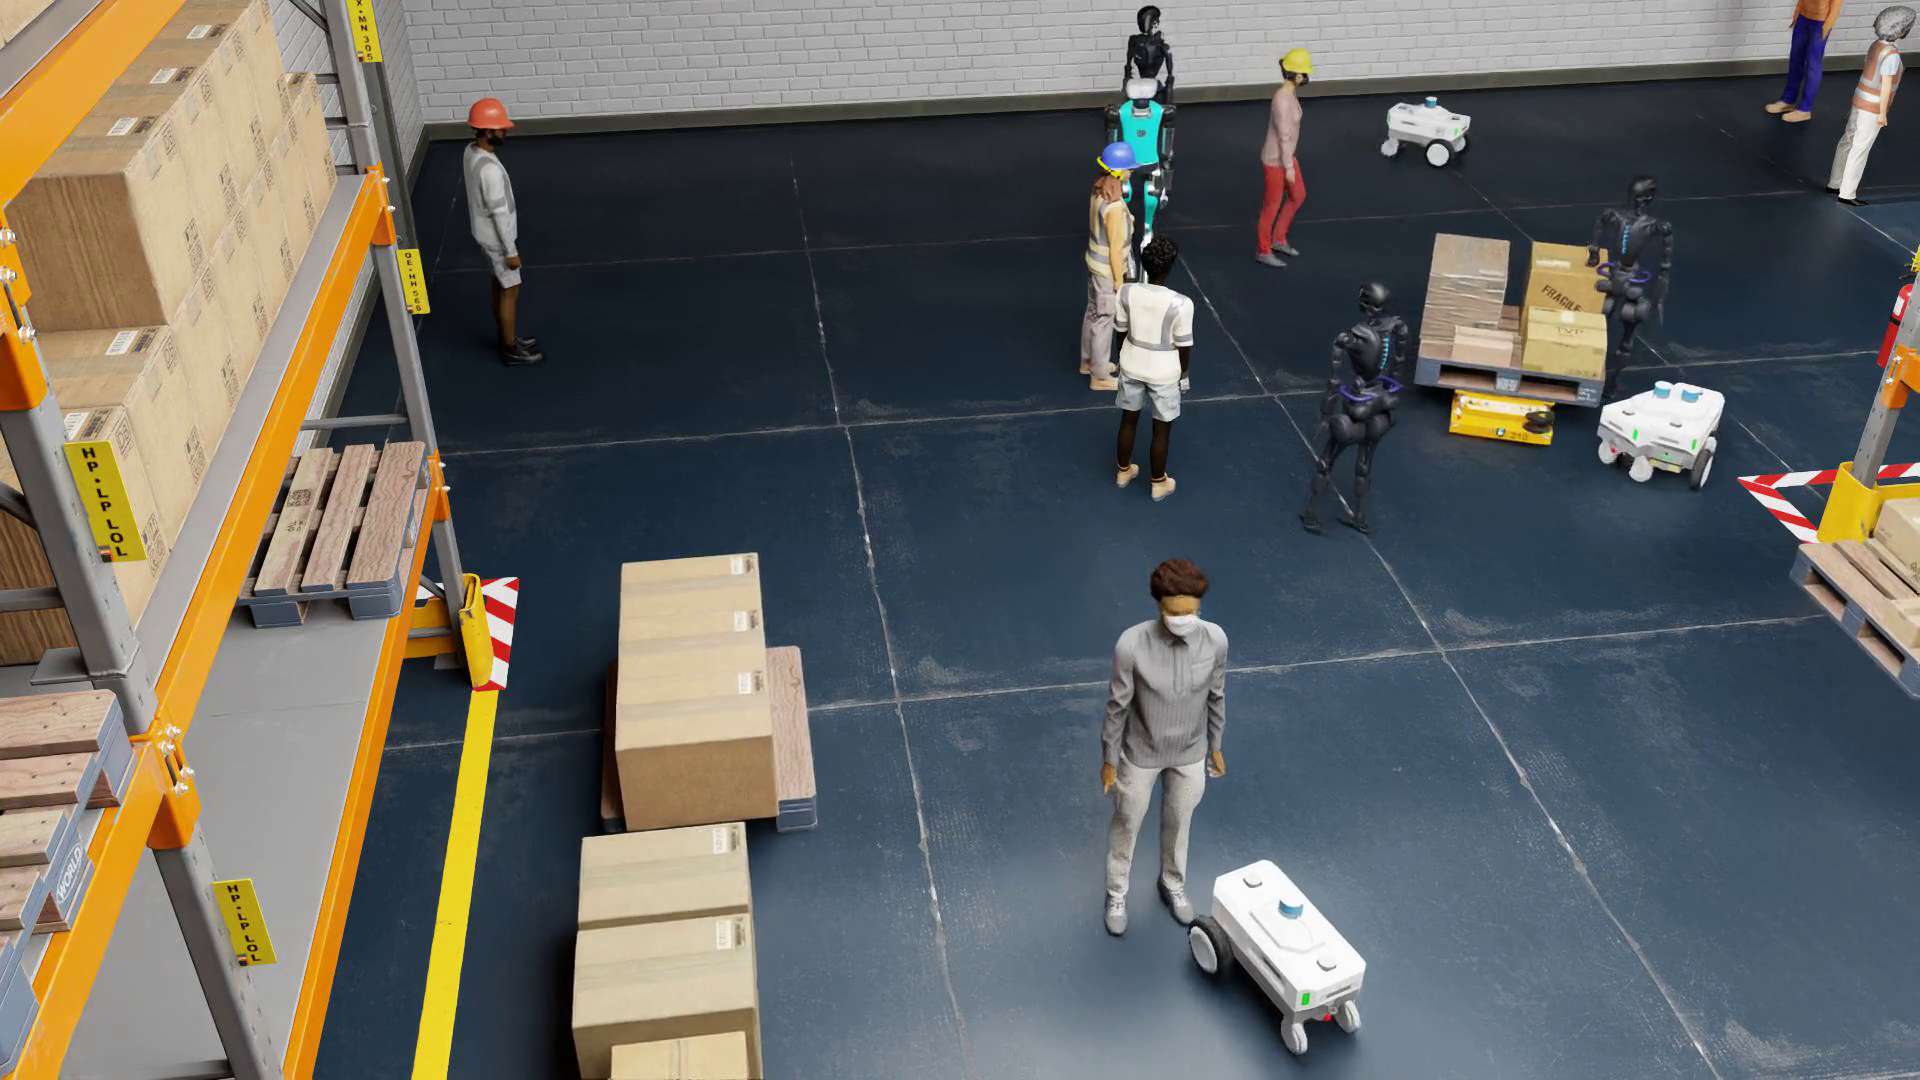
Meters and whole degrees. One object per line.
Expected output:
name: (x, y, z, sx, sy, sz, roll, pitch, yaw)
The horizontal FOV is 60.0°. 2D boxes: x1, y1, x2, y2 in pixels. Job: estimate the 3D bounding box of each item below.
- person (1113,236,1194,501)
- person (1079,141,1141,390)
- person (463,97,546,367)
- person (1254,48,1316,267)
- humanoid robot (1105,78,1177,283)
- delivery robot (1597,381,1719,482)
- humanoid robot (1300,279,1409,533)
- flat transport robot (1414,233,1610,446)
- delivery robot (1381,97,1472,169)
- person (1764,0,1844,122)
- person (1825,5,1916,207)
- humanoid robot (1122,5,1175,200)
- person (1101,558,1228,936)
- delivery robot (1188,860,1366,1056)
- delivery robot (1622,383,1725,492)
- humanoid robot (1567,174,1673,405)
person: (1.166, -1.036, 10.139, 0.531, 1.694, 0.319, 21, 39, 29)
person: (1.021, -1.860, 11.332, 0.325, 1.771, 0.472, -6, 34, -8)
person: (-3.199, -2.137, 11.614, 0.390, 1.927, 0.548, -16, 37, -23)
person: (2.597, -2.971, 13.049, 0.463, 1.754, 0.540, 12, 35, 17)
humanoid robot: (1.339, -2.736, 12.723, 0.547, 1.781, 0.889, 1, 33, 1)
delivery robot: (4.497, -0.738, 10.719, 0.763, 0.591, 0.521, -15, 36, -22)
humanoid robot: (2.331, -0.794, 9.776, 0.601, 1.643, 0.423, -16, 36, -23)
flat transport robot: (3.773, -1.106, 11.548, 0.659, 0.231, 1.431, 9, 34, 14)
delivery robot: (4.338, -3.806, 15.404, 0.751, 0.574, 0.499, 22, 39, 30)
person: (8.247, -5.059, 16.051, 0.398, 1.974, 0.516, -9, 34, -13)
person: (7.800, -3.714, 14.242, 0.312, 1.690, 0.435, 1, 33, 1)
humanoid robot: (1.695, -3.814, 14.424, 0.560, 1.643, 0.598, -24, 40, -32)
person: (0.853, 0.866, 7.036, 0.545, 1.896, 0.377, -5, 34, -8)
delivery robot: (1.362, 1.709, 6.963, 0.499, 0.586, 0.765, -15, 36, -22)
delivery robot: (4.615, -0.696, 10.661, 0.499, 0.599, 0.784, 21, 38, 28)
humanoid robot: (4.428, -1.657, 11.114, 0.589, 1.631, 0.592, 25, 41, 33)
